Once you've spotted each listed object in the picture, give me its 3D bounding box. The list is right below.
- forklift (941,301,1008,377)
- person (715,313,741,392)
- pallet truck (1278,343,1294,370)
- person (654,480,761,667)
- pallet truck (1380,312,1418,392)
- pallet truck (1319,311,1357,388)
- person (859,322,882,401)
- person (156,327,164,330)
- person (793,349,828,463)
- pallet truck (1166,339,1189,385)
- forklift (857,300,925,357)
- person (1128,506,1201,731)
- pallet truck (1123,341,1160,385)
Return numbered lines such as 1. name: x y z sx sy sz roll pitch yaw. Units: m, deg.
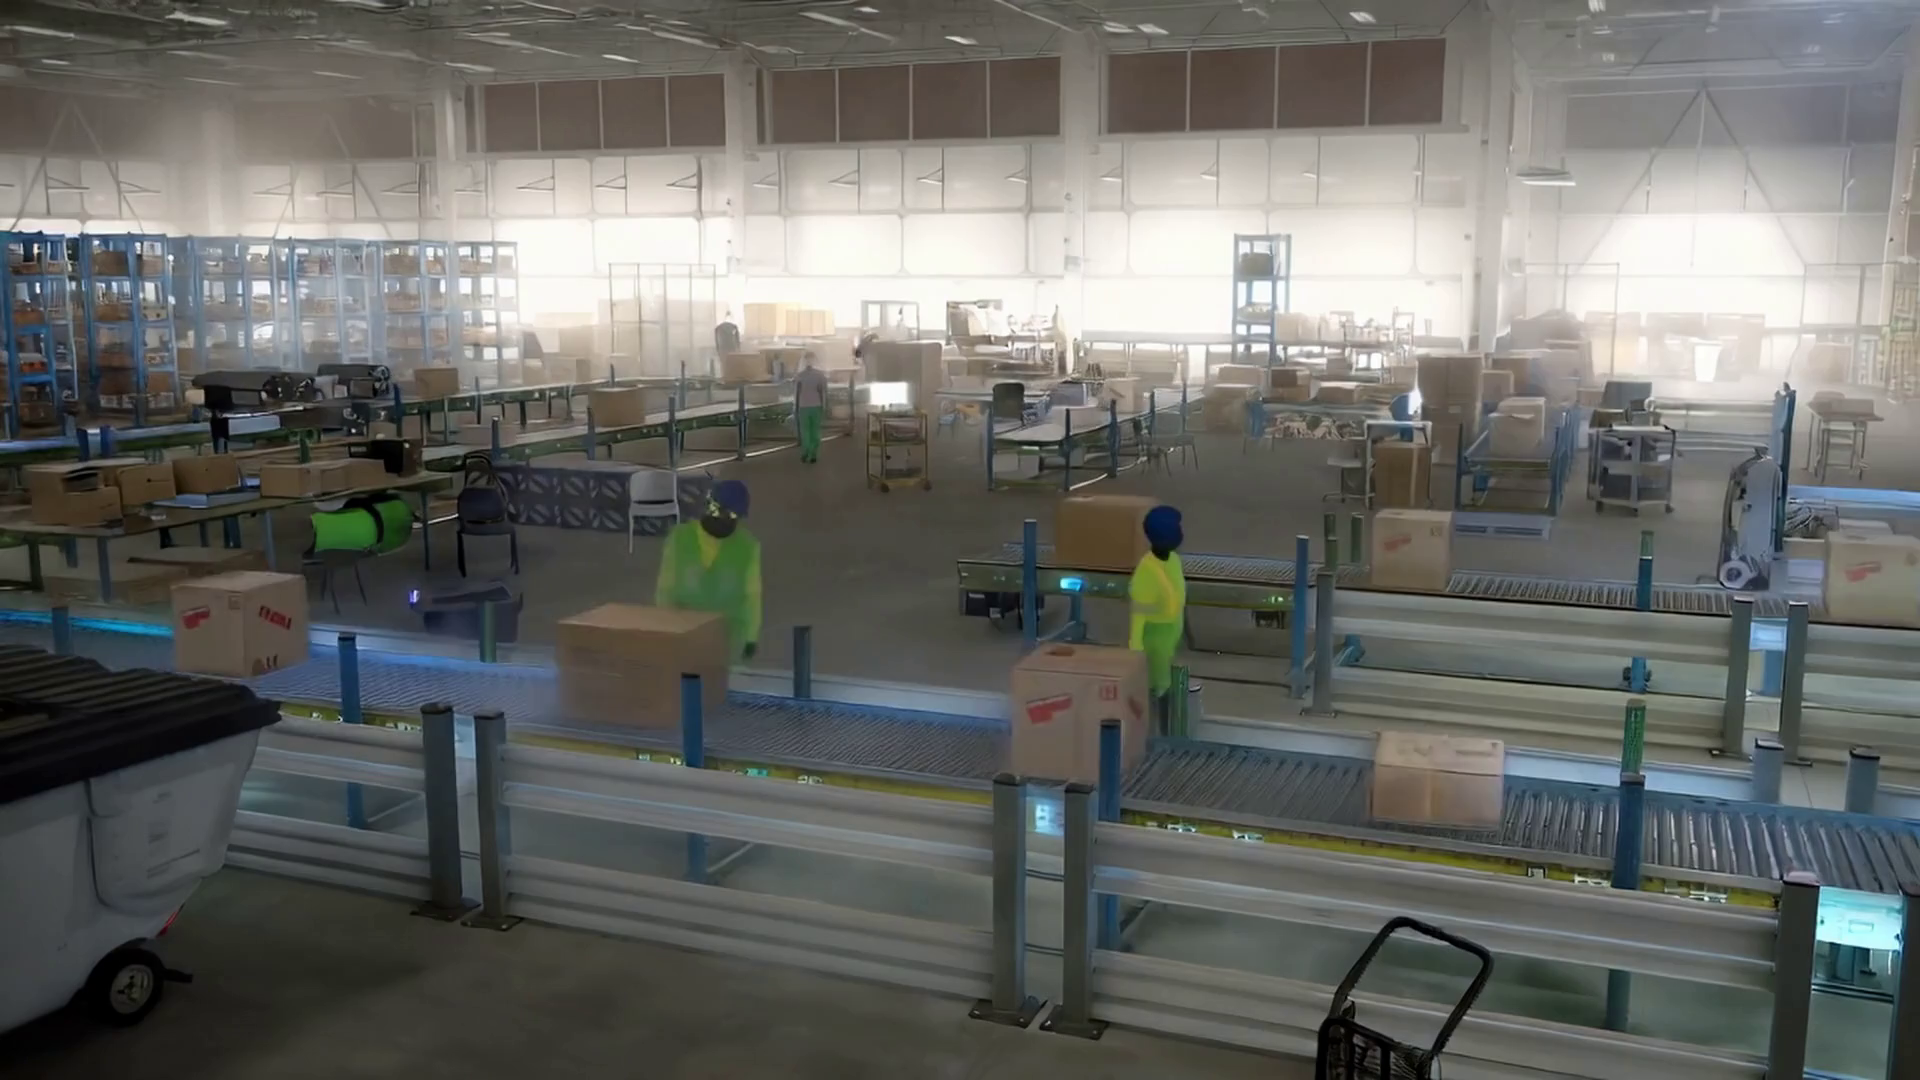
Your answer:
1. forklift: 0.365 -4.966 41.571 1.157 1.987 2.680 3 10 20
2. person: -5.571 -4.530 40.163 0.636 1.902 0.406 3 10 20
3. pallet truck: 7.886 -4.163 39.743 0.653 1.274 1.630 4 10 22
4. person: -1.545 0.528 9.901 0.718 1.787 0.406 0 9 -2
5. pallet truck: 10.207 -4.283 38.369 0.823 1.965 1.885 3 10 20
6. pallet truck: 9.071 -4.419 39.190 0.823 1.965 1.885 5 10 26
7. person: -1.993 -3.990 37.224 0.779 1.784 0.613 -9 13 -44
8. person: -17.929 -4.024 37.315 0.575 1.830 0.410 -7 12 -37
9. person: -2.296 -2.057 25.595 0.540 1.755 0.406 -1 9 -7
10. pallet truck: 5.418 -4.269 40.420 0.704 1.261 1.522 3 10 20
11. forklift: -1.732 -5.109 42.468 1.157 1.987 2.680 4 10 22
12. person: 1.136 0.607 9.794 0.884 1.651 0.541 4 10 22
13. pallet truck: 4.445 -4.380 41.279 0.680 1.201 1.601 4 10 22
